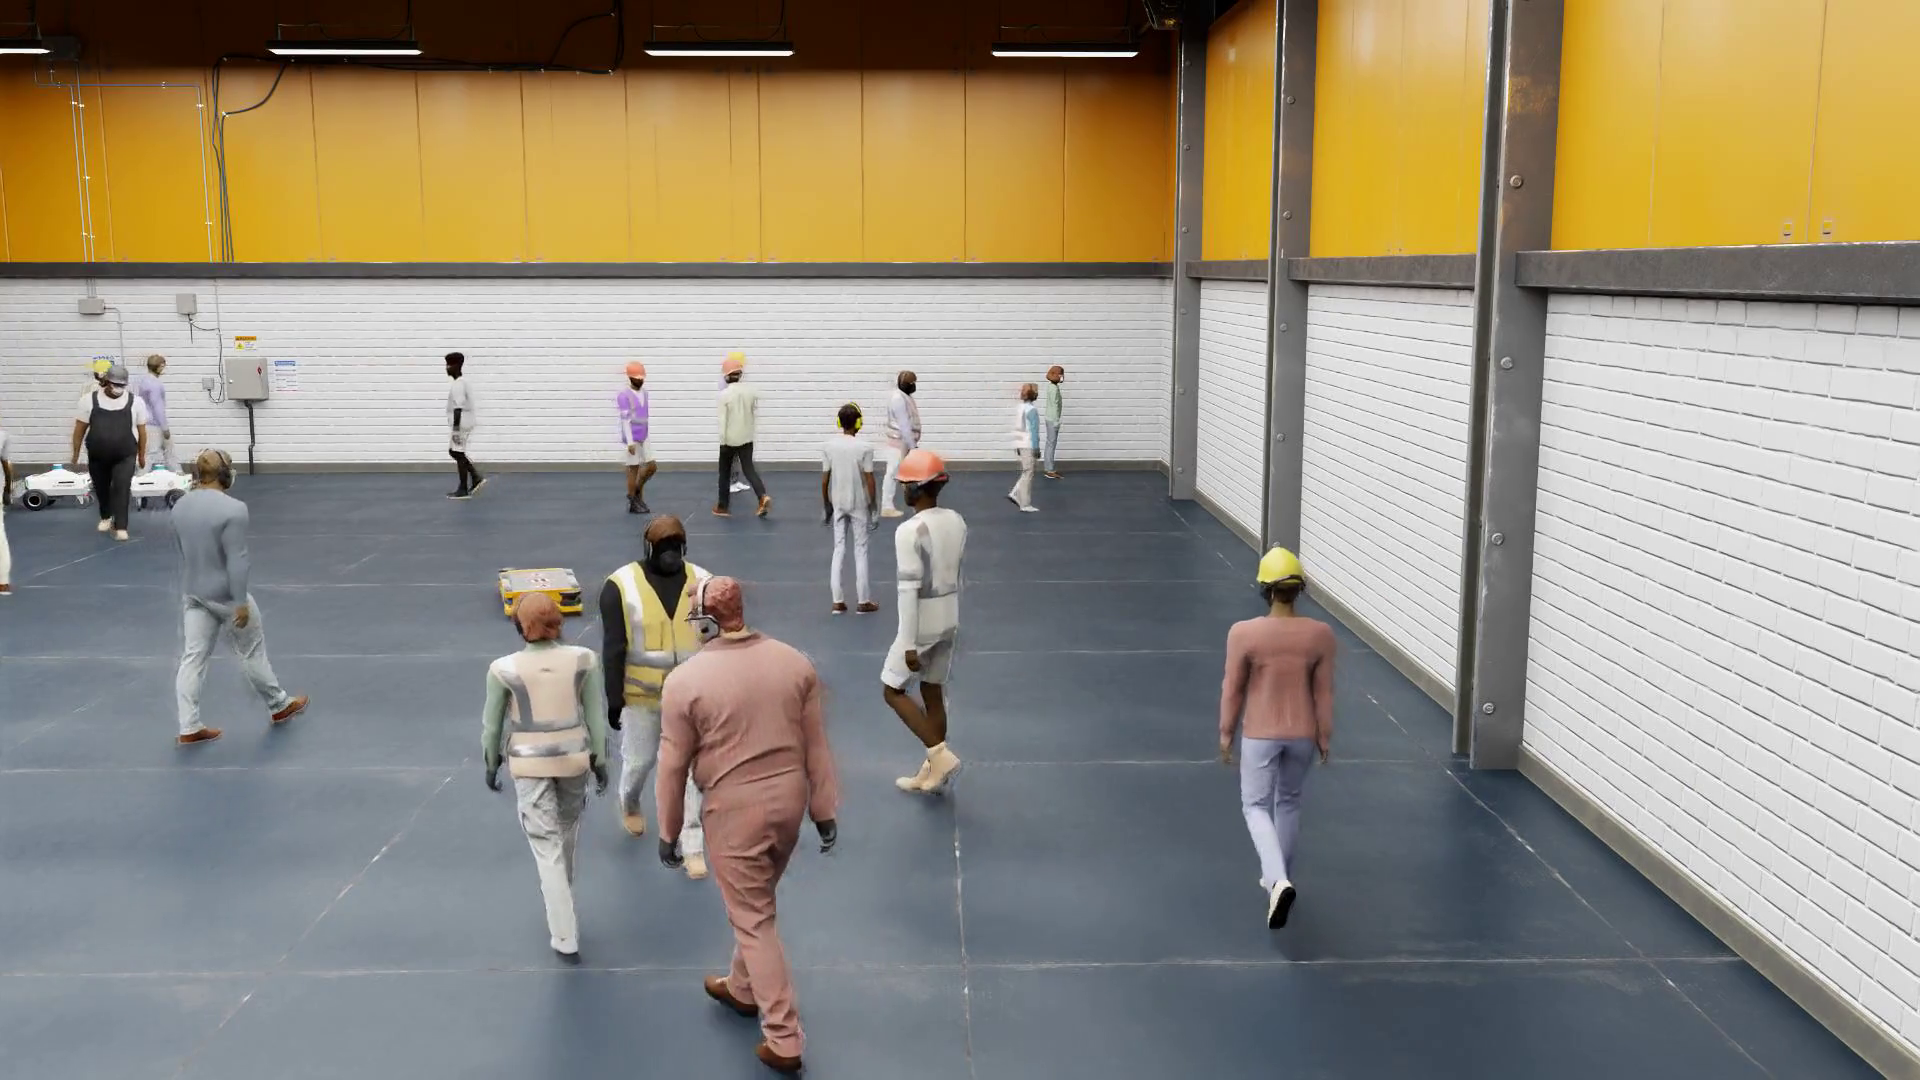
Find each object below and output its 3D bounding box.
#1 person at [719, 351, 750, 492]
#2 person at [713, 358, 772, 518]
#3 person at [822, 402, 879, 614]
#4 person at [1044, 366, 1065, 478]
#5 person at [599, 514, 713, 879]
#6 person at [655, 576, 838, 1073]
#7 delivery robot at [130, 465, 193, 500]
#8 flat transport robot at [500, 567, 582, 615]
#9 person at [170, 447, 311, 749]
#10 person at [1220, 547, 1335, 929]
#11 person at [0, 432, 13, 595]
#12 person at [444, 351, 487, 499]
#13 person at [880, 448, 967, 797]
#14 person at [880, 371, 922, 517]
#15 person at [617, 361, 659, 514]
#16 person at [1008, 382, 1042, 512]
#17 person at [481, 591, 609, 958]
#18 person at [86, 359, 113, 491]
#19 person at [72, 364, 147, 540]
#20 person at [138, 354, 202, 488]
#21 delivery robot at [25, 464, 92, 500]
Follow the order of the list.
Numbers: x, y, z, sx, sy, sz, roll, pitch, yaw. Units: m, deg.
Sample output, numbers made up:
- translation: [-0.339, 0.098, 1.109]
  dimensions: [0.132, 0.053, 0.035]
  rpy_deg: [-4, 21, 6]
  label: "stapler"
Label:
- translation: [-3.062, -1.620, 22.710]
  dimensions: [0.385, 1.922, 0.594]
  rpy_deg: [3, 10, 18]
  label: "person"
- translation: [-2.681, -1.232, 20.230]
  dimensions: [0.610, 1.969, 0.913]
  rpy_deg: [-8, 12, -40]
  label: "person"
- translation: [-0.961, -0.276, 14.655]
  dimensions: [0.531, 1.866, 0.312]
  rpy_deg: [3, 10, 18]
  label: "person"
- translation: [1.372, -1.717, 24.223]
  dimensions: [0.284, 1.624, 0.498]
  rpy_deg: [-1, 9, -4]
  label: "person"
- translation: [-1.535, 0.753, 8.518]
  dimensions: [0.628, 1.819, 0.844]
  rpy_deg: [-4, 10, -24]
  label: "person"
- translation: [-0.848, 1.067, 6.453]
  dimensions: [0.668, 1.859, 0.936]
  rpy_deg: [-8, 12, -40]
  label: "person"
- translation: [-10.108, -0.708, 21.025]
  dimensions: [0.707, 0.478, 0.477]
  rpy_deg: [-2, 9, -10]
  label: "delivery robot"
- translation: [-3.819, 0.446, 15.100]
  dimensions: [0.652, 0.197, 1.431]
  rpy_deg: [-3, 10, -17]
  label: "flat transport robot"
- translation: [-4.716, 0.344, 10.767]
  dimensions: [0.655, 1.890, 0.991]
  rpy_deg: [4, 10, 23]
  label: "person"
- translation: [1.494, 0.915, 7.730]
  dimensions: [0.529, 1.742, 0.738]
  rpy_deg: [-1, 9, -6]
  label: "person"
- translation: [-9.202, -0.416, 15.627]
  dimensions: [0.942, 1.821, 0.564]
  rpy_deg: [7, 12, 38]
  label: "person"
- translation: [-6.592, -1.508, 21.919]
  dimensions: [0.427, 1.955, 0.629]
  rpy_deg: [-1, 9, -7]
  label: "person"
- translation: [-0.189, 0.487, 9.467]
  dimensions: [0.472, 2.025, 0.616]
  rpy_deg: [7, 12, 37]
  label: "person"
- translation: [-0.594, -1.159, 20.267]
  dimensions: [0.858, 1.796, 0.641]
  rpy_deg: [2, 9, 10]
  label: "person"
- translation: [-3.983, -1.260, 20.538]
  dimensions: [0.418, 1.914, 0.546]
  rpy_deg: [5, 11, 30]
  label: "person"
- translation: [0.869, -1.150, 20.736]
  dimensions: [0.362, 1.629, 0.512]
  rpy_deg: [-2, 9, -11]
  label: "person"
- translation: [-1.889, 1.015, 7.506]
  dimensions: [0.524, 1.598, 0.820]
  rpy_deg: [-6, 11, -31]
  label: "person"
- translation: [-11.638, -1.544, 22.578]
  dimensions: [0.463, 1.812, 0.600]
  rpy_deg: [-4, 10, -24]
  label: "person"
- translation: [-9.648, -1.059, 18.916]
  dimensions: [0.761, 2.000, 0.939]
  rpy_deg: [-3, 10, -20]
  label: "person"
- translation: [-10.623, -1.532, 22.269]
  dimensions: [0.958, 1.892, 0.636]
  rpy_deg: [-6, 11, -31]
  label: "person"
- translation: [-11.420, -0.718, 21.083]
  dimensions: [0.707, 0.478, 0.477]
  rpy_deg: [-2, 9, -14]
  label: "delivery robot"
